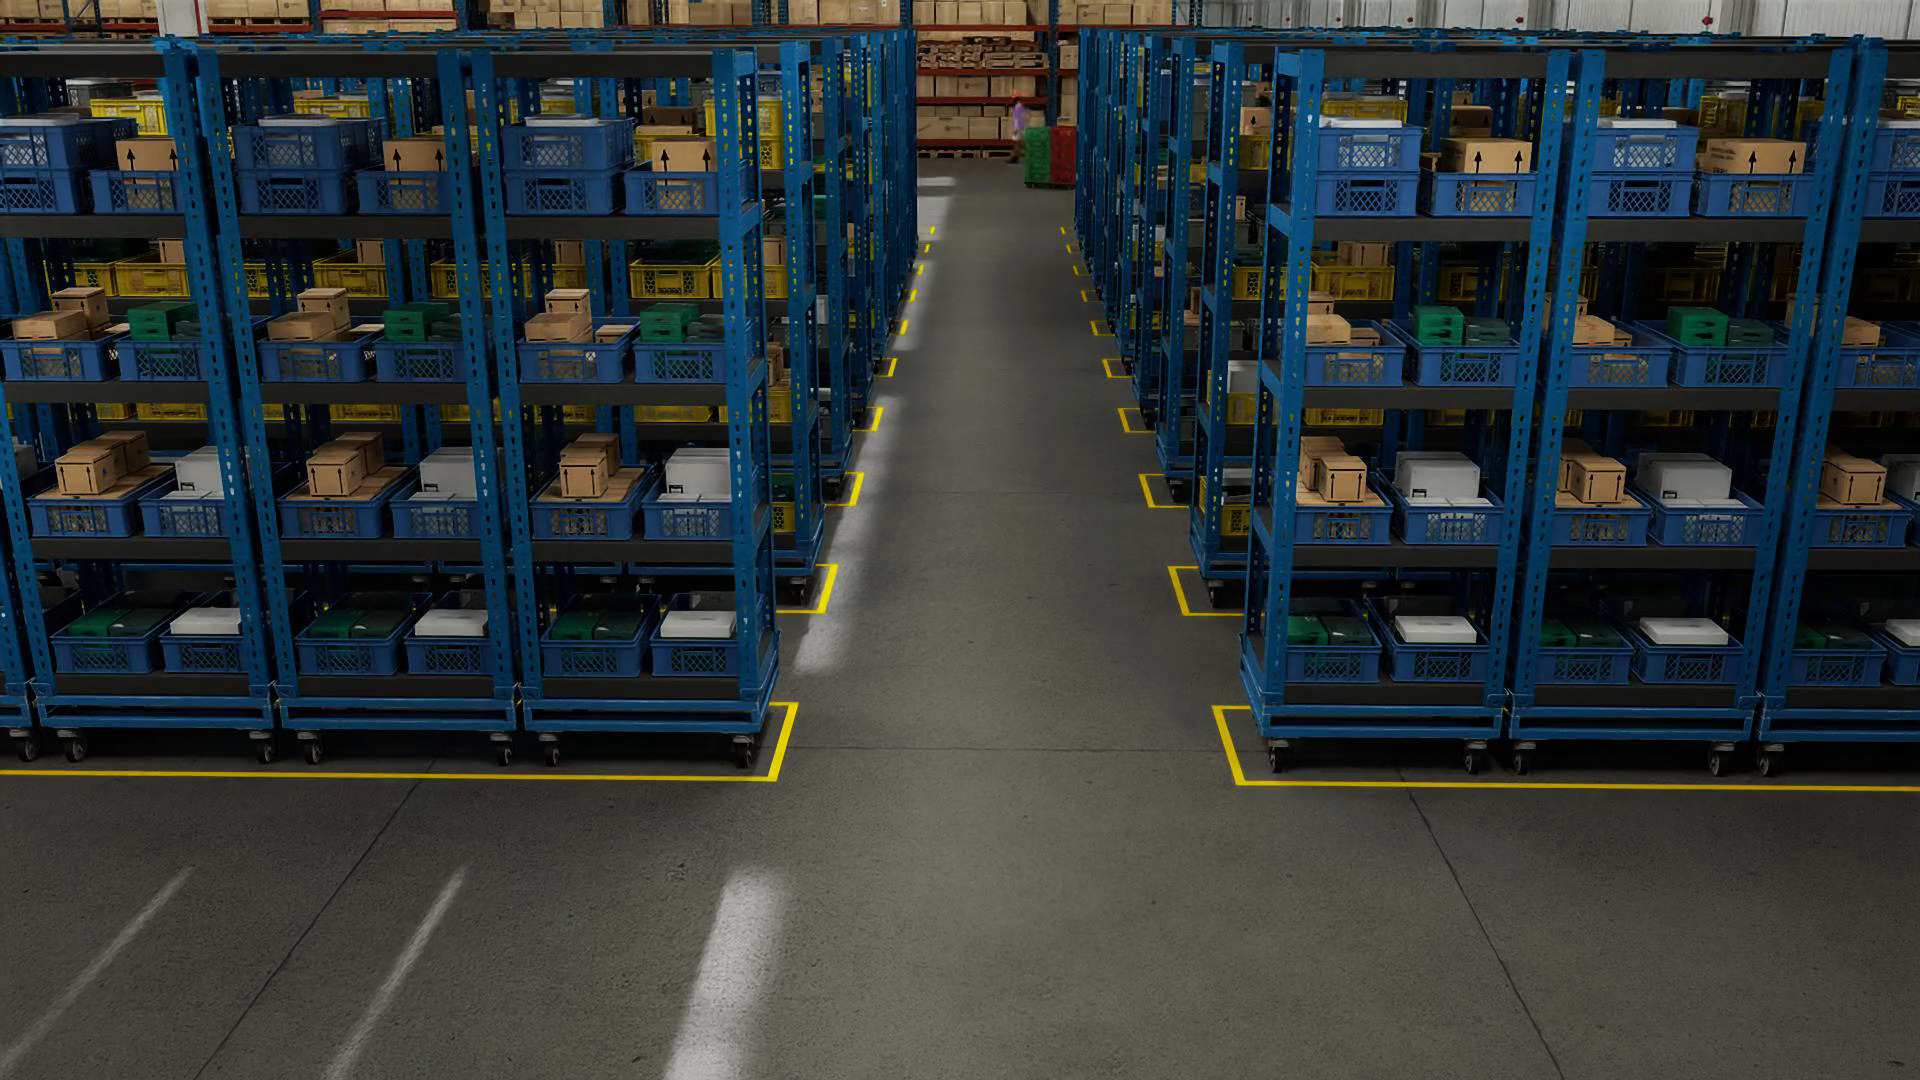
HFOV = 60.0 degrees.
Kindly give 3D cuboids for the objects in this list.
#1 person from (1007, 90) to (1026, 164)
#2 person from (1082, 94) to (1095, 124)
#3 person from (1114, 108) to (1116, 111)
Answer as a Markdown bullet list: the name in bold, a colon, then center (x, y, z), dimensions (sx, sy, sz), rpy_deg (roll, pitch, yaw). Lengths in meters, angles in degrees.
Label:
- **person**: center (1.561, -10.948, 44.104), dimensions (0.559, 1.920, 0.547), rpy_deg (1, 17, 4)
- **person**: center (3.332, -10.503, 42.565), dimensions (0.622, 1.993, 0.383), rpy_deg (-2, 18, -6)
- **person**: center (4.151, -11.137, 44.962), dimensions (0.310, 1.769, 0.533), rpy_deg (1, 17, 3)
